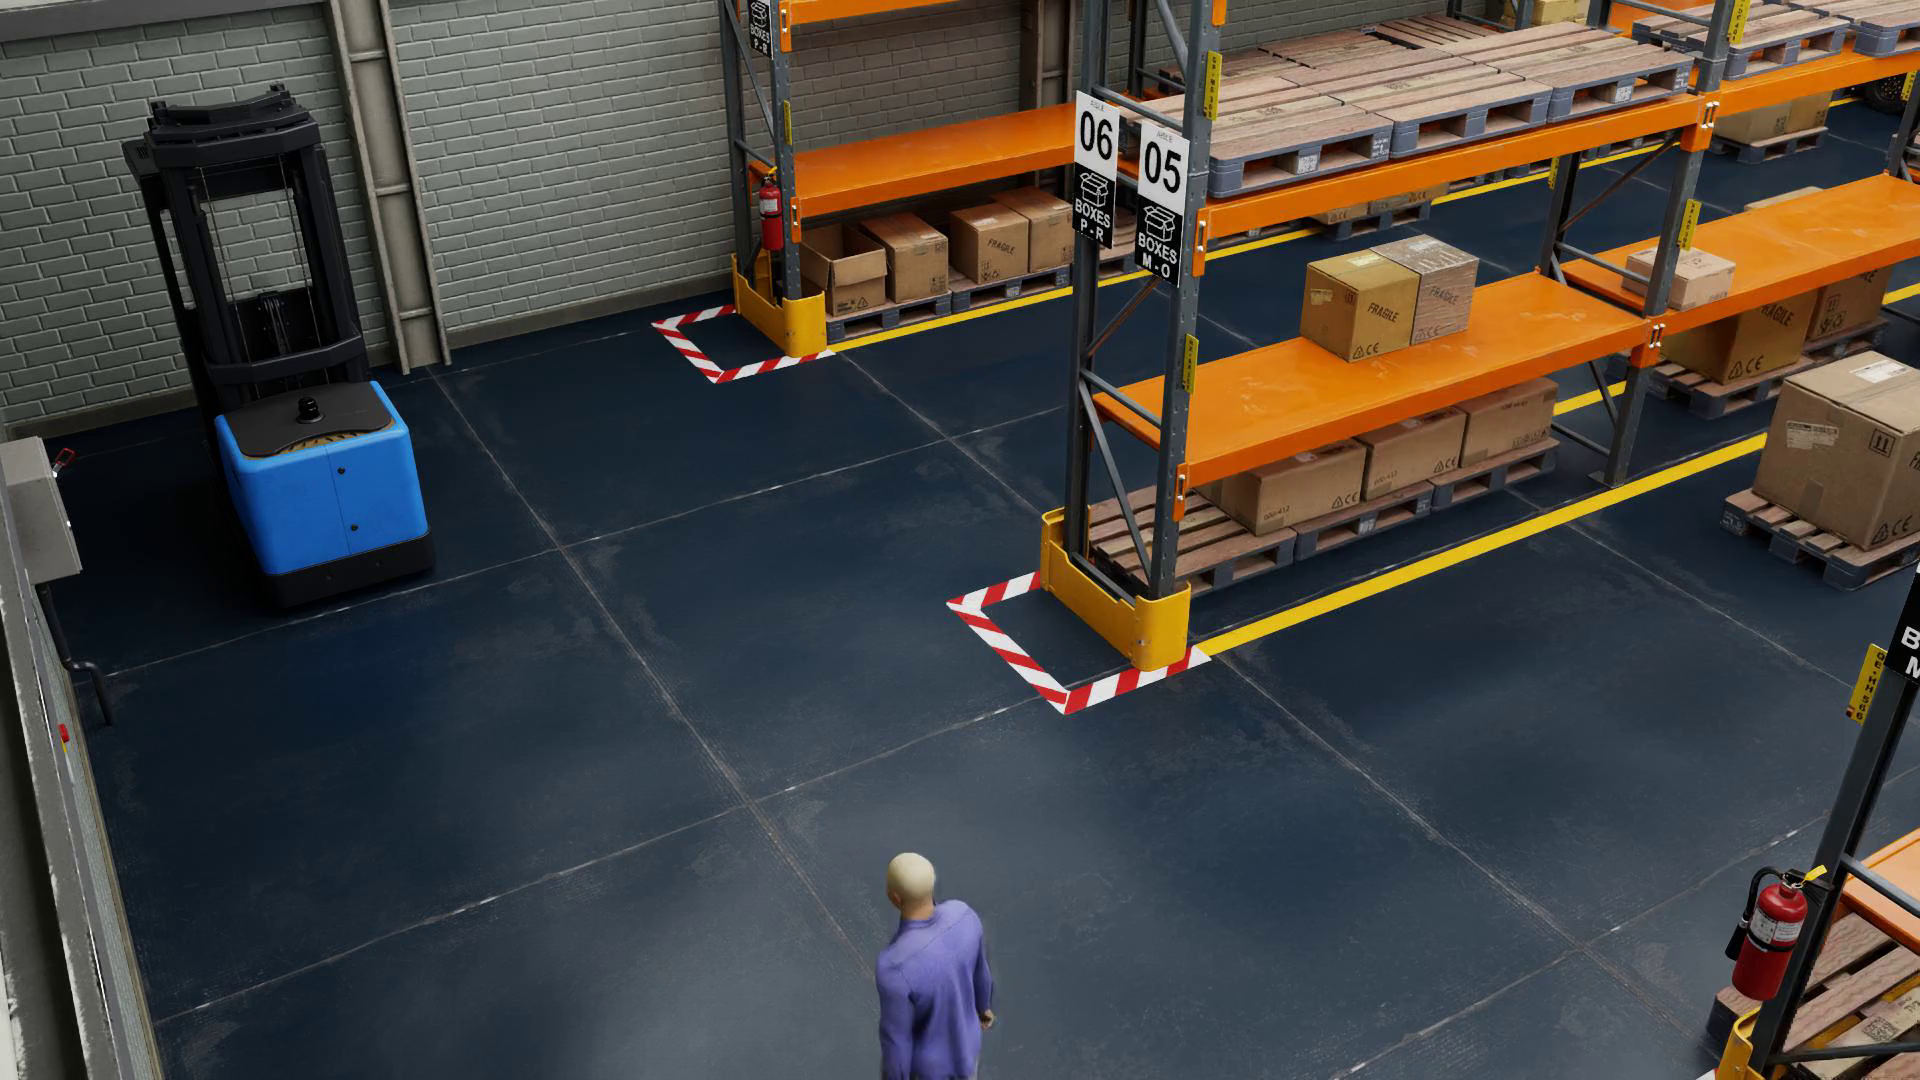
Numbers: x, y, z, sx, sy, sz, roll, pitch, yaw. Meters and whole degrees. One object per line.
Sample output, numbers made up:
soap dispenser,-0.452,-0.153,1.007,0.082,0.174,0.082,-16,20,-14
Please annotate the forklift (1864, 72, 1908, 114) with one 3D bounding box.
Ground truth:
forklift,11.468,-5.645,18.244,1.214,2.155,2.313,-17,36,-26

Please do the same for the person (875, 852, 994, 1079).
person,-0.018,1.973,6.353,0.597,1.753,0.819,-25,40,-35

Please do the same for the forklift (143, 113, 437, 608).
forklift,-4.289,-1.259,10.509,1.129,2.768,1.873,-17,36,-26
